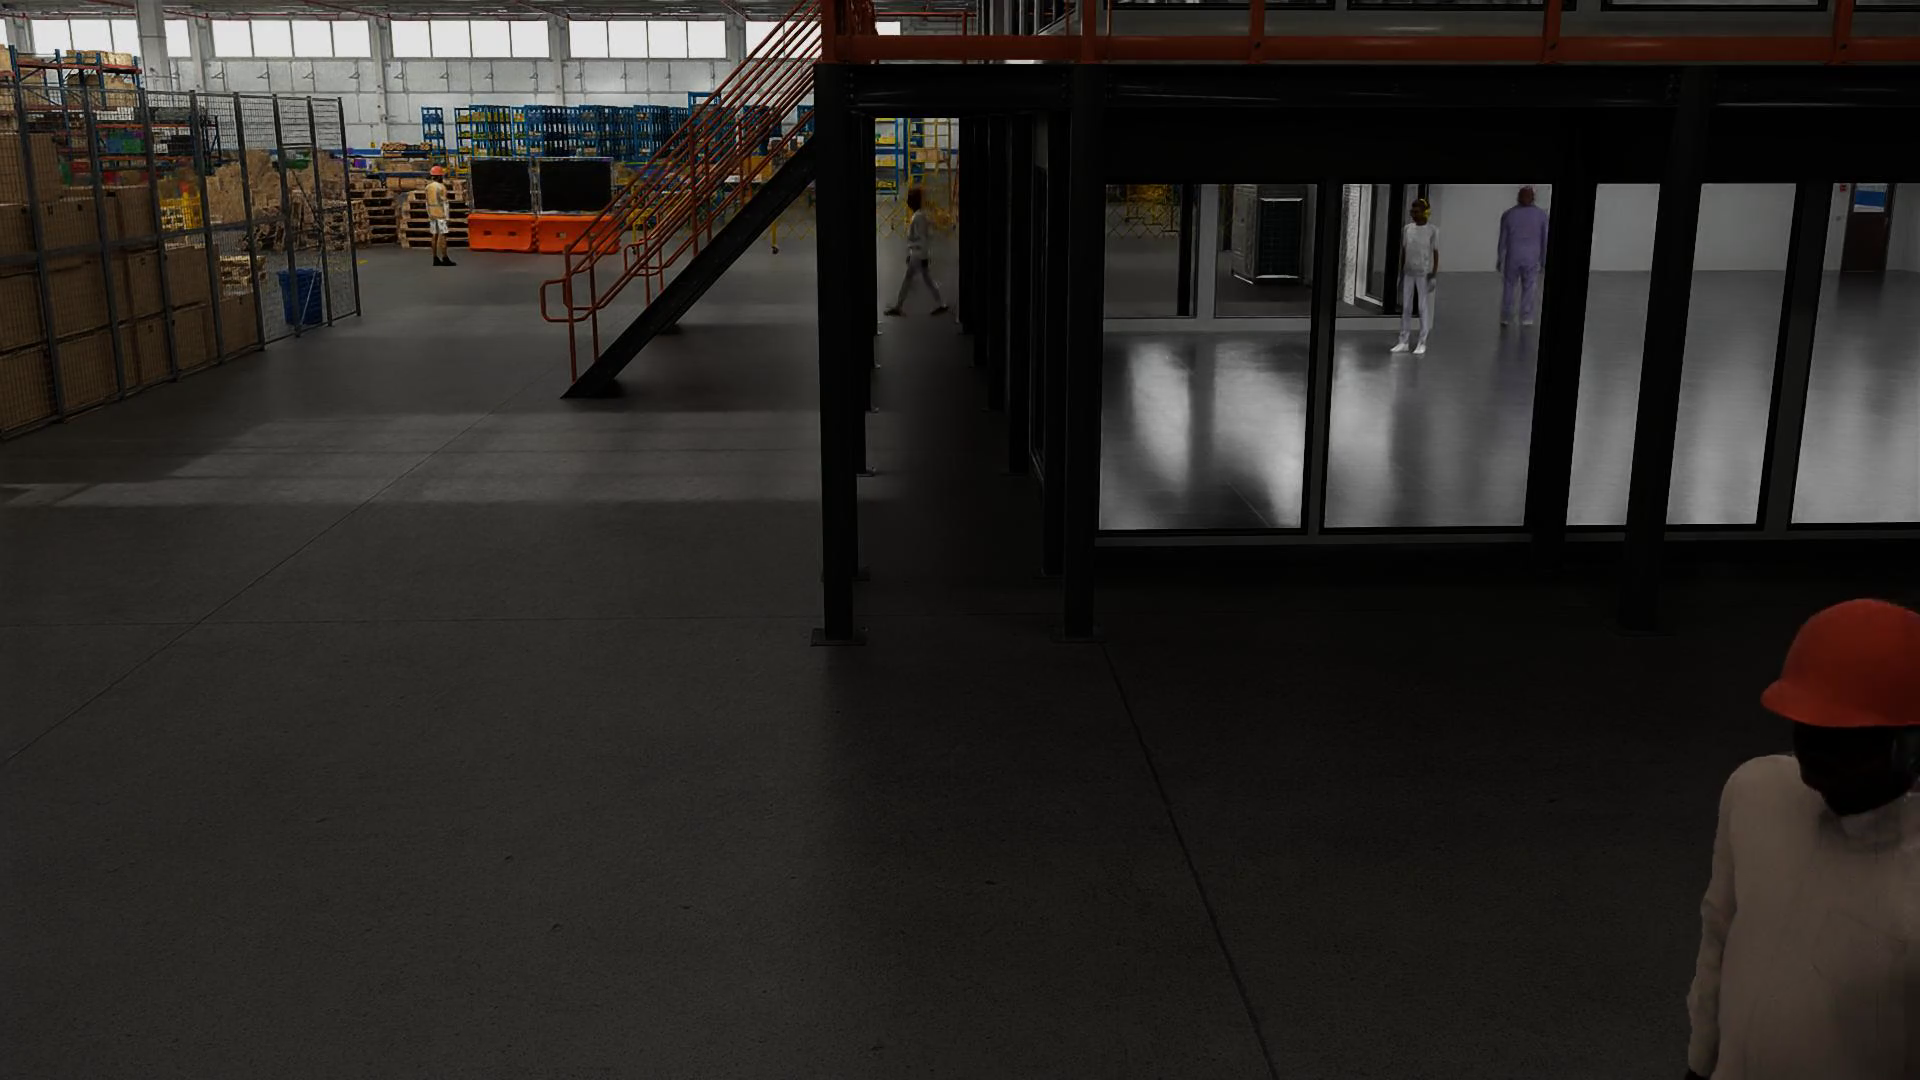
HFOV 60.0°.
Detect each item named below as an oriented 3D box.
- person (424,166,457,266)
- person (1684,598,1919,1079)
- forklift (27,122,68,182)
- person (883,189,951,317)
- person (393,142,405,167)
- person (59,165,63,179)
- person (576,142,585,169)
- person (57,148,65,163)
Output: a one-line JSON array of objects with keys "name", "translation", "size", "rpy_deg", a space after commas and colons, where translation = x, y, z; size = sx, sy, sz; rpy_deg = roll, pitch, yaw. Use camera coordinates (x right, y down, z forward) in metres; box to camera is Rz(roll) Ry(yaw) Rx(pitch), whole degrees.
[{"name": "person", "translation": [-10.196, -6.338, 32.574], "size": [0.545, 1.939, 0.374], "rpy_deg": [8, 16, 29]}, {"name": "person", "translation": [1.483, 1.057, 2.920], "size": [0.435, 1.982, 0.642], "rpy_deg": [-6, 15, -21]}, {"name": "forklift", "translation": [-35.376, -14.773, 64.377], "size": [1.129, 2.768, 1.873], "rpy_deg": [-1, 14, -2]}, {"name": "person", "translation": [-0.590, -4.135, 23.991], "size": [0.999, 1.837, 0.595], "rpy_deg": [-1, 14, -5]}, {"name": "person", "translation": [-24.810, -16.621, 73.671], "size": [0.395, 1.941, 0.601], "rpy_deg": [7, 15, 25]}, {"name": "person", "translation": [-31.220, -12.404, 57.438], "size": [0.284, 1.633, 0.498], "rpy_deg": [7, 16, 26]}, {"name": "person", "translation": [-19.141, -19.153, 84.032], "size": [0.403, 1.823, 0.586], "rpy_deg": [-11, 18, -38]}, {"name": "person", "translation": [-37.017, -15.206, 68.282], "size": [0.605, 1.809, 0.564], "rpy_deg": [0, 14, 0]}]
